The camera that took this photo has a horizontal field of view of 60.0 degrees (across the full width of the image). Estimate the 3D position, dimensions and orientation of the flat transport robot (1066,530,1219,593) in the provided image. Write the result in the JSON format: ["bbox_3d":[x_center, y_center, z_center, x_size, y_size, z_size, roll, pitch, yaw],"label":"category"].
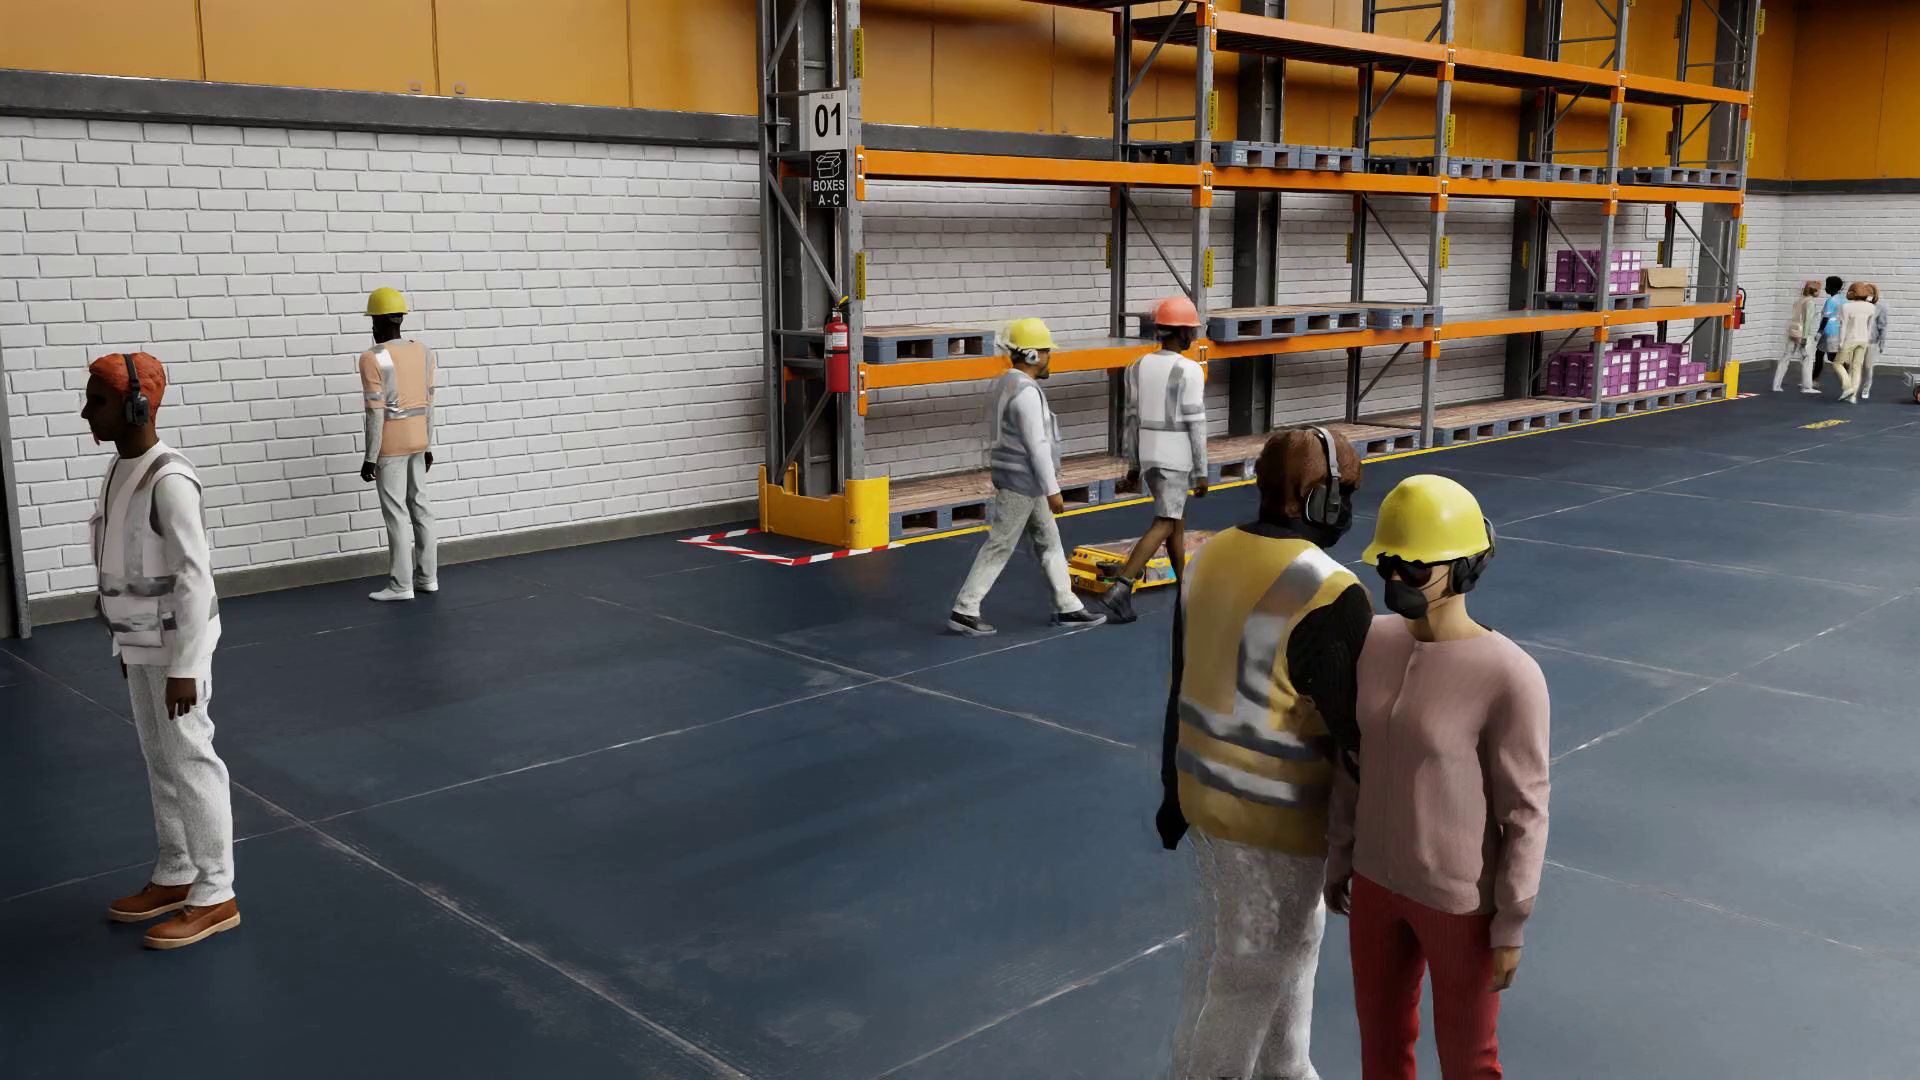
[{"bbox_3d":[1.311,0.132,10.853,1.431,0.197,0.652,-7,13,-35],"label":"flat transport robot"}]

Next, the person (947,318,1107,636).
[{"bbox_3d":[0.348,-0.347,9.335,0.928,1.789,0.598,-1,10,-3],"label":"person"}]

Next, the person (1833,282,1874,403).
[{"bbox_3d":[11.941,-2.632,22.232,0.511,1.623,0.342,-1,10,-8],"label":"person"}]

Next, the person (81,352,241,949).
[{"bbox_3d":[-2.541,0.348,5.278,0.357,1.881,0.574,-9,14,-42],"label":"person"}]

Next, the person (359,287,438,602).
[{"bbox_3d":[-3.464,-0.582,10.225,0.368,1.925,0.594,4,11,21],"label":"person"}]

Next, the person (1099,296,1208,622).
[{"bbox_3d":[1.173,-0.476,9.746,0.956,1.903,0.558,-7,13,-34],"label":"person"}]

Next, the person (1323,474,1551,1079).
[{"bbox_3d":[0.959,0.735,3.490,0.330,1.765,0.533,-7,12,-32],"label":"person"}]

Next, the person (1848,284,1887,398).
[{"bbox_3d":[12.351,-2.701,22.703,0.505,1.586,0.865,7,13,35],"label":"person"}]

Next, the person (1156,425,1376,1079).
[{"bbox_3d":[0.805,0.638,3.904,0.755,1.811,0.633,-3,11,-17],"label":"person"}]

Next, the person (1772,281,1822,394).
[{"bbox_3d":[11.947,-2.880,23.674,0.603,1.597,0.526,1,10,4],"label":"person"}]

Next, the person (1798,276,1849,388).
[{"bbox_3d":[12.689,-3.002,24.130,0.796,1.664,0.527,7,13,35],"label":"person"}]
